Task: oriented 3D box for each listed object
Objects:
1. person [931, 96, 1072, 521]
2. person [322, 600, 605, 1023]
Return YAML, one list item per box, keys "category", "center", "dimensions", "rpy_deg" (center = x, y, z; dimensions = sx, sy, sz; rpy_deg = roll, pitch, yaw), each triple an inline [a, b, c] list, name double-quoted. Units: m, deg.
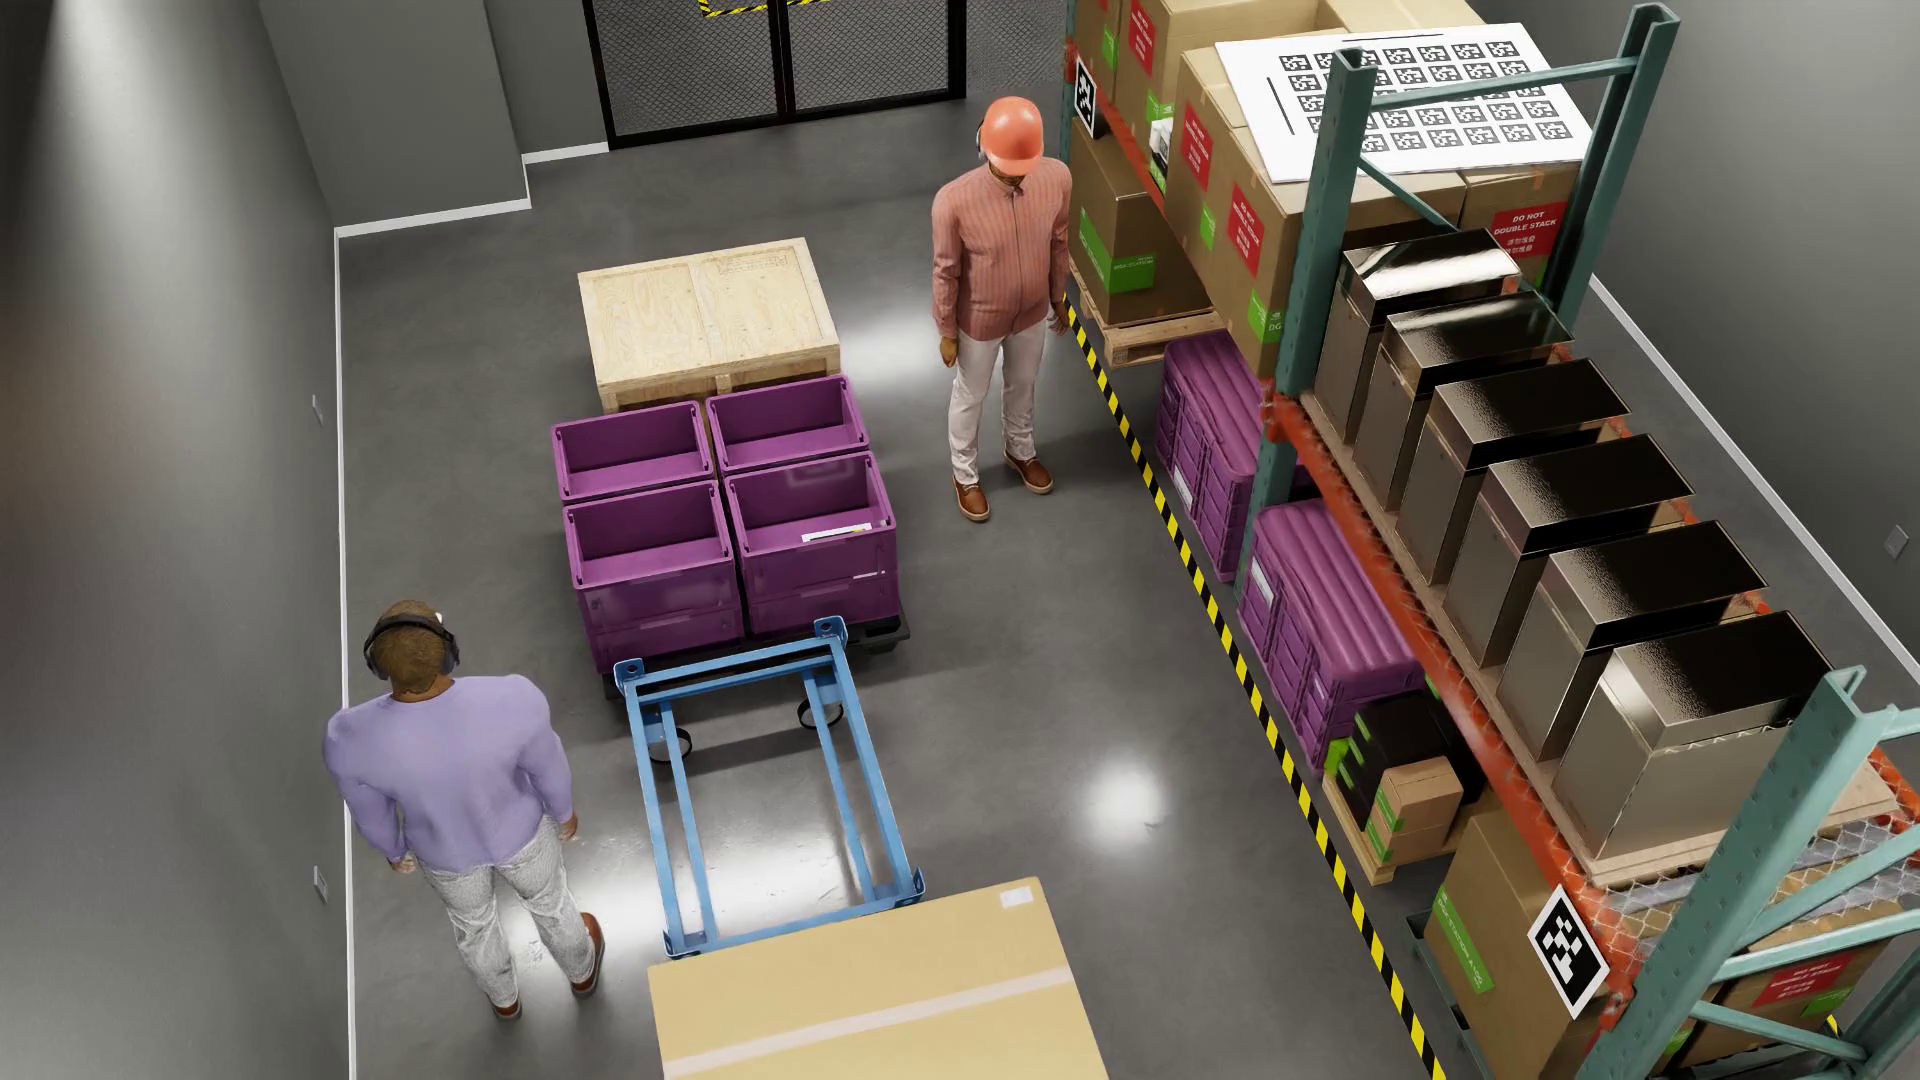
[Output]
- category: "person"
  center: [0.178, -0.918, 6.698]
  dimensions: [0.613, 1.986, 0.389]
  rpy_deg: [-22, 51, -19]
- category: "person"
  center: [-1.477, 0.876, 5.082]
  dimensions: [0.629, 1.940, 0.376]
  rpy_deg: [-12, 49, -11]
